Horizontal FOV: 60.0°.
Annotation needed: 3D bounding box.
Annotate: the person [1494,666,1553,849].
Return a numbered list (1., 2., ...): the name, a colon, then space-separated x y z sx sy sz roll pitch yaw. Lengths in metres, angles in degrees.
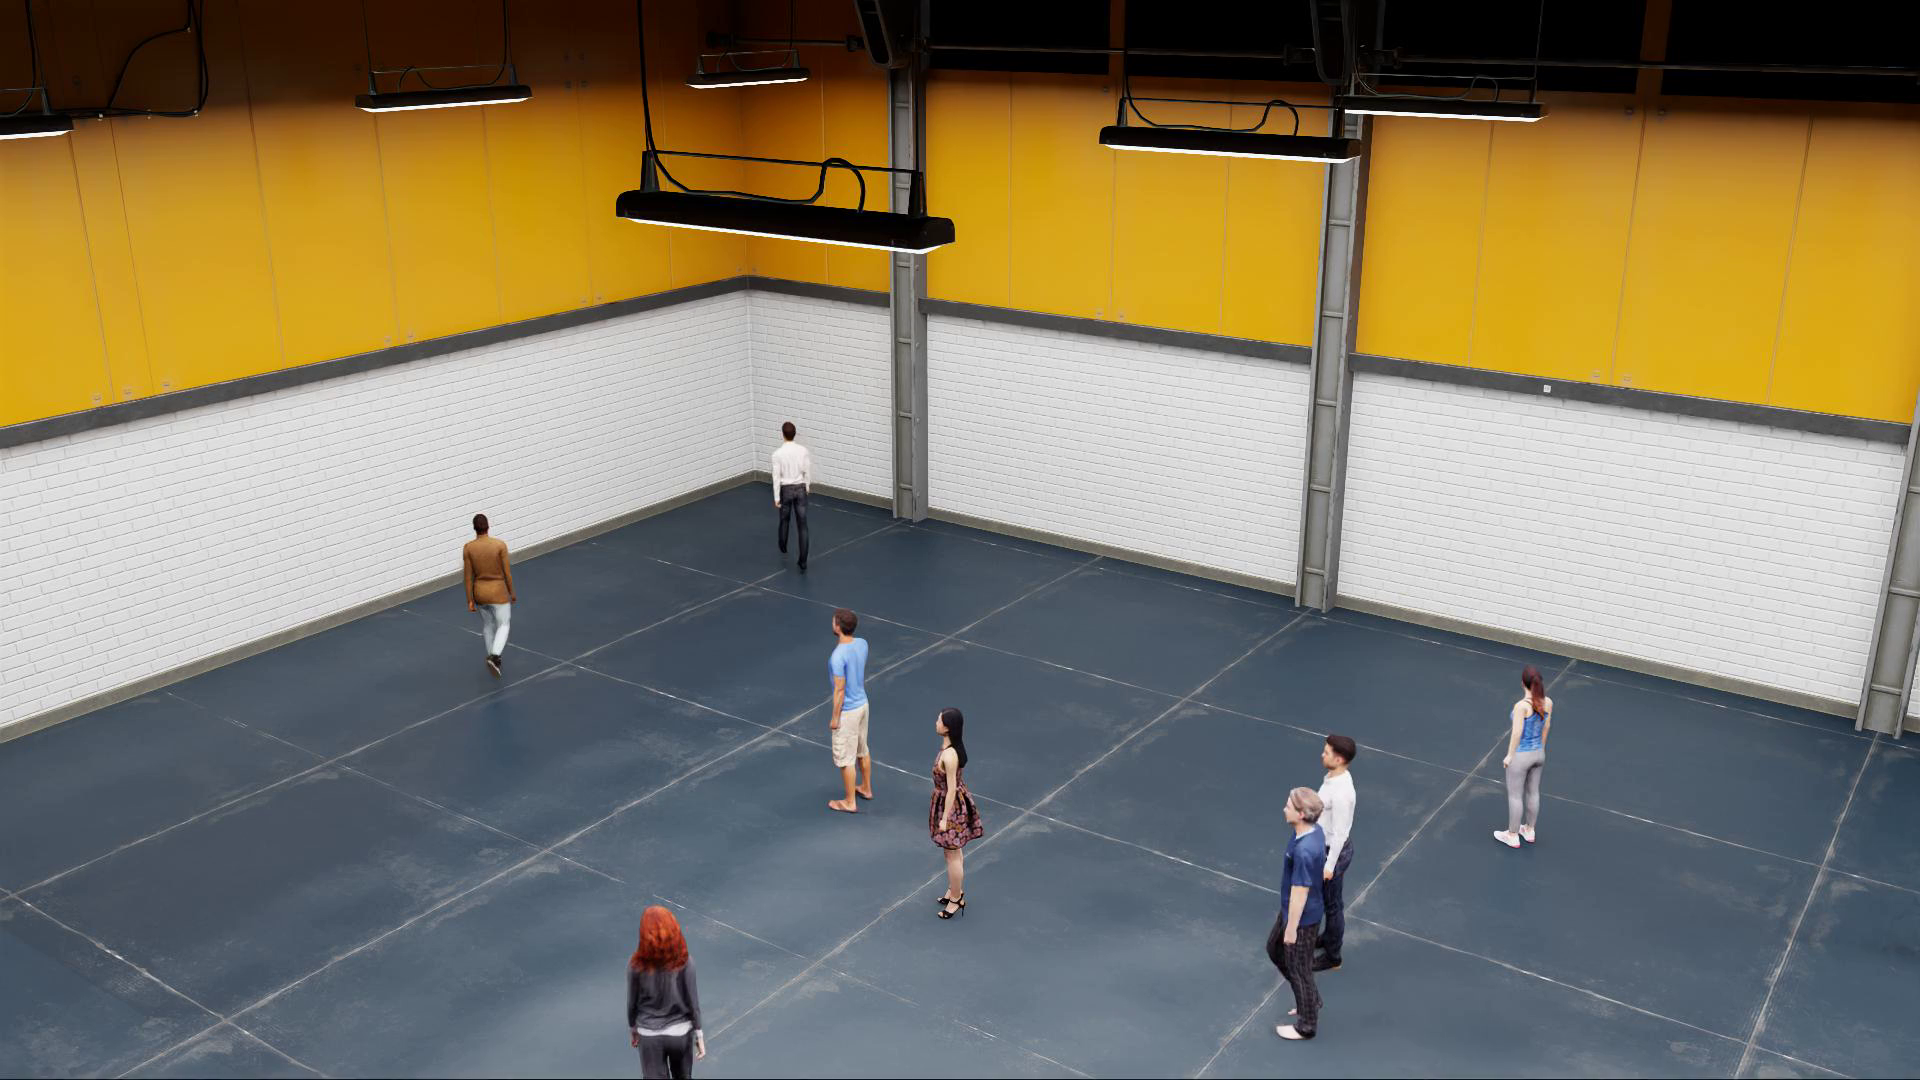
1. person: 4.815 1.833 14.156 0.647 1.609 0.661 -9 21 -25

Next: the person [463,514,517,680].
1. person: -4.937 0.615 17.473 1.039 1.799 1.056 -1 19 -4

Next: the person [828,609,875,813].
1. person: -0.975 1.495 14.761 0.574 1.862 0.669 10 21 27

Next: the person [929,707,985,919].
1. person: -0.079 2.124 13.029 0.840 1.775 0.798 1 19 2

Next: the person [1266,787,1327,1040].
1. person: 2.445 2.587 11.530 0.799 1.855 0.826 3 19 10

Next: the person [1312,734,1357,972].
1. person: 2.777 2.303 12.351 0.705 1.870 0.703 4 19 10

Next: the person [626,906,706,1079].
1. person: -1.791 3.130 10.125 1.145 1.723 1.193 -1 19 -4

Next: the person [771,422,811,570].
1. person: -2.058 -0.522 20.807 1.142 1.826 1.255 -5 19 -14
